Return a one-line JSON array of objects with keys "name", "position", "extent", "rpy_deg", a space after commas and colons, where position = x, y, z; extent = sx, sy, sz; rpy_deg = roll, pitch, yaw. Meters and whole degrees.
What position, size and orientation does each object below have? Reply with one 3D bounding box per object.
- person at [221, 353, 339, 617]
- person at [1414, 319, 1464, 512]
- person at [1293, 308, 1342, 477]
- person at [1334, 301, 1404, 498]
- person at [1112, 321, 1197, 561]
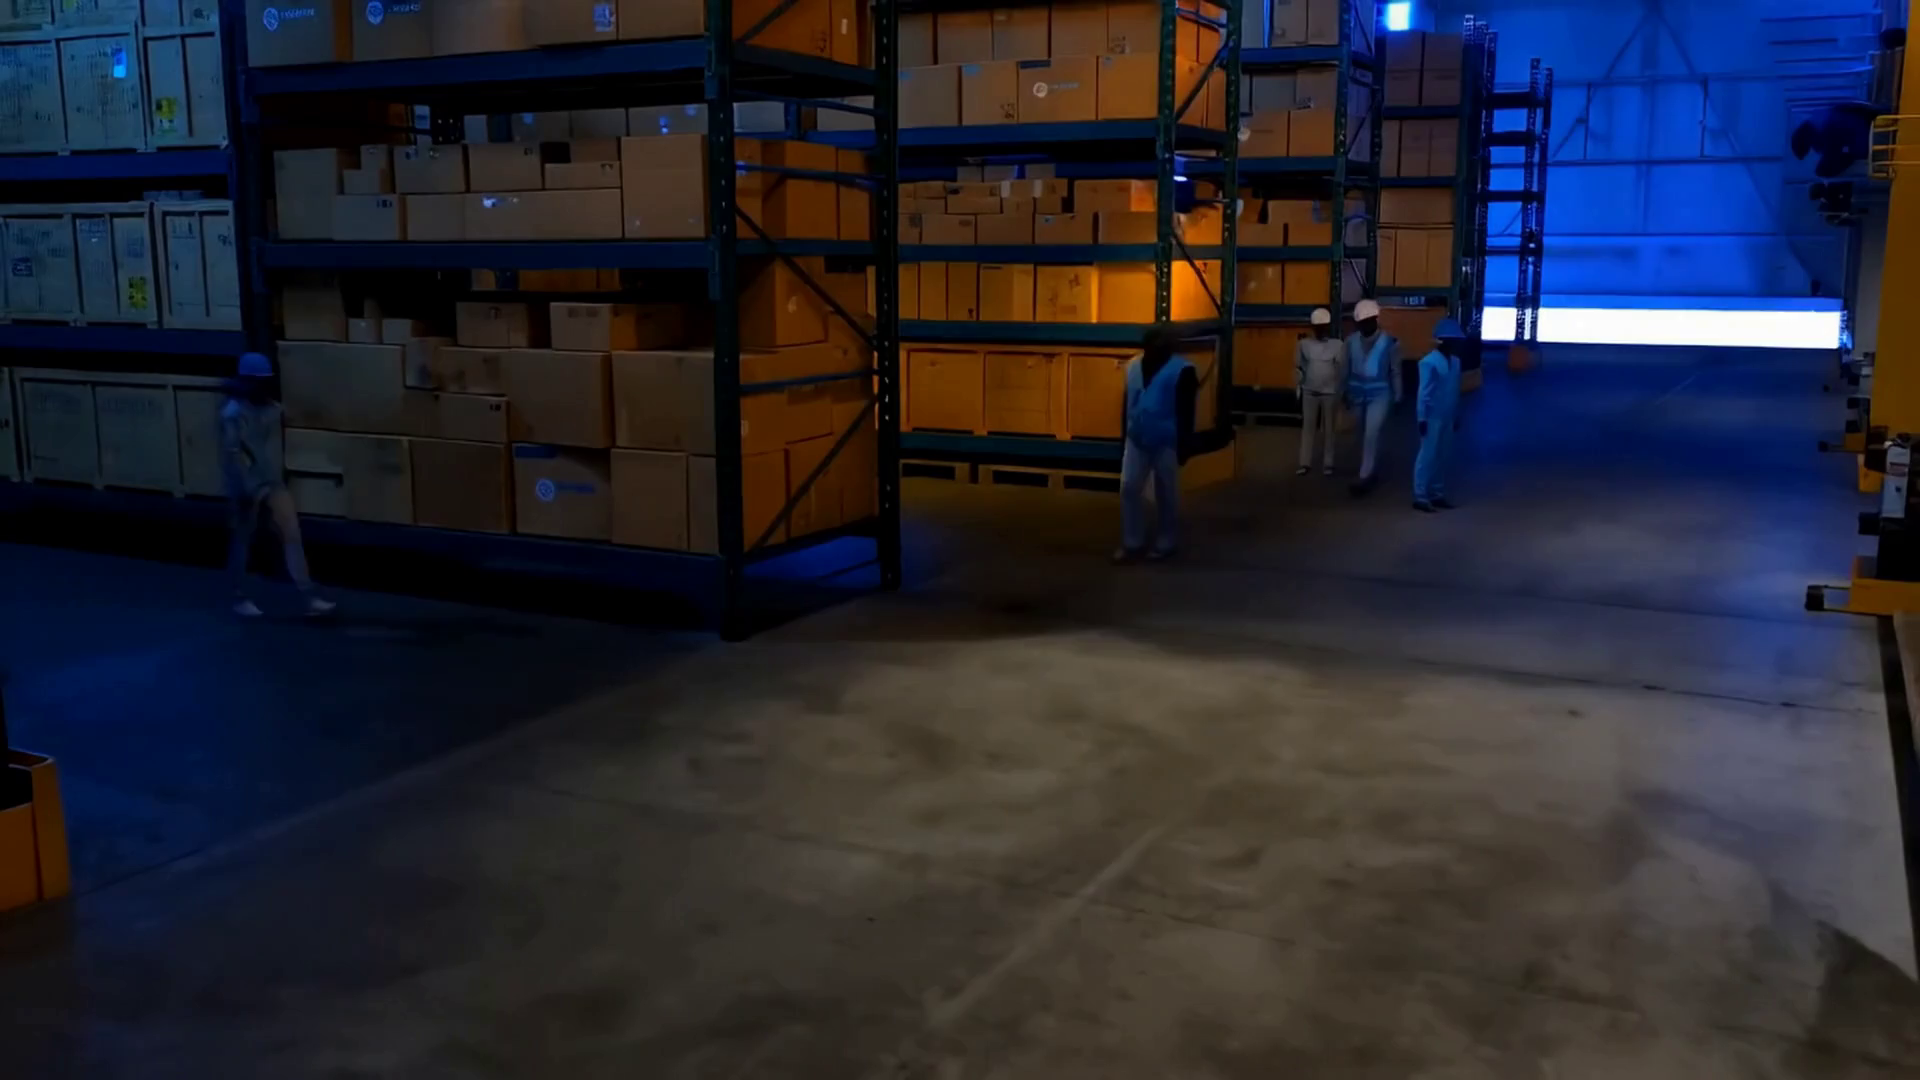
[{"name": "person", "position": [-4.369, -0.324, 10.515], "extent": [0.886, 1.696, 0.500], "rpy_deg": [5, 11, 26]}, {"name": "person", "position": [4.361, -1.124, 15.045], "extent": [0.581, 1.742, 0.360], "rpy_deg": [-8, 13, -40]}, {"name": "person", "position": [3.748, -1.537, 17.376], "extent": [0.533, 1.765, 0.322], "rpy_deg": [5, 11, 27]}, {"name": "person", "position": [3.949, -1.359, 16.053], "extent": [0.602, 1.880, 1.078], "rpy_deg": [7, 12, 35]}, {"name": "person", "position": [1.423, -0.724, 12.505], "extent": [0.661, 1.815, 0.735], "rpy_deg": [7, 12, 36]}]
